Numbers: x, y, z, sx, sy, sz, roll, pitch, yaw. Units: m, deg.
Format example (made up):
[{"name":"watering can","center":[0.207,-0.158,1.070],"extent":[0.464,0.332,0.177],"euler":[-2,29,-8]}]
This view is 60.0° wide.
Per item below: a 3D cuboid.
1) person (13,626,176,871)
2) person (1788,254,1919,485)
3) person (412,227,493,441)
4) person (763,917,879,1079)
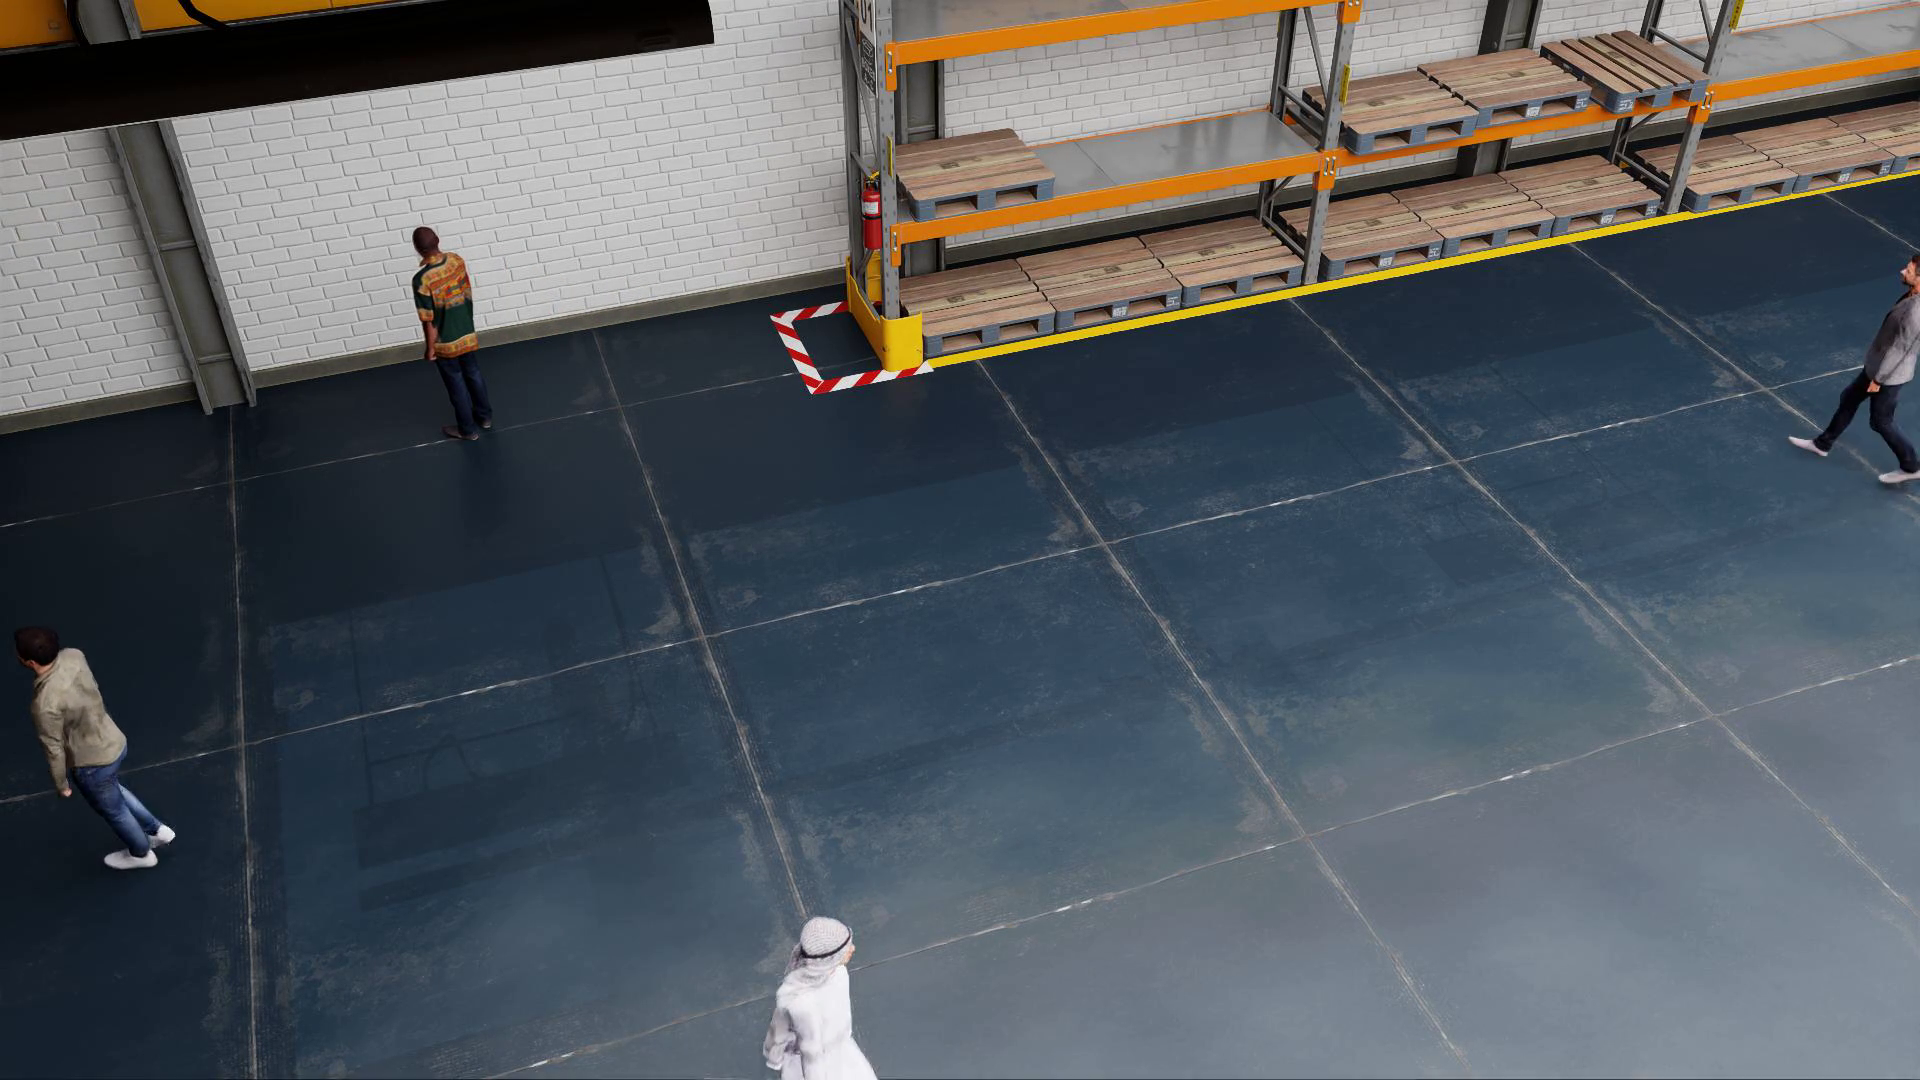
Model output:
[{"name":"person","center":[-4.754,1.183,9.272],"extent":[0.777,1.859,0.802],"euler":[-1,39,-2]},{"name":"person","center":[6.962,-1.225,12.308],"extent":[1.238,1.832,1.240],"euler":[20,43,23]},{"name":"person","center":[-3.910,-1.588,12.784],"extent":[0.885,1.806,0.814],"euler":[19,42,22]},{"name":"person","center":[-0.750,2.390,7.721],"extent":[0.979,1.907,0.923],"euler":[8,39,10]}]
